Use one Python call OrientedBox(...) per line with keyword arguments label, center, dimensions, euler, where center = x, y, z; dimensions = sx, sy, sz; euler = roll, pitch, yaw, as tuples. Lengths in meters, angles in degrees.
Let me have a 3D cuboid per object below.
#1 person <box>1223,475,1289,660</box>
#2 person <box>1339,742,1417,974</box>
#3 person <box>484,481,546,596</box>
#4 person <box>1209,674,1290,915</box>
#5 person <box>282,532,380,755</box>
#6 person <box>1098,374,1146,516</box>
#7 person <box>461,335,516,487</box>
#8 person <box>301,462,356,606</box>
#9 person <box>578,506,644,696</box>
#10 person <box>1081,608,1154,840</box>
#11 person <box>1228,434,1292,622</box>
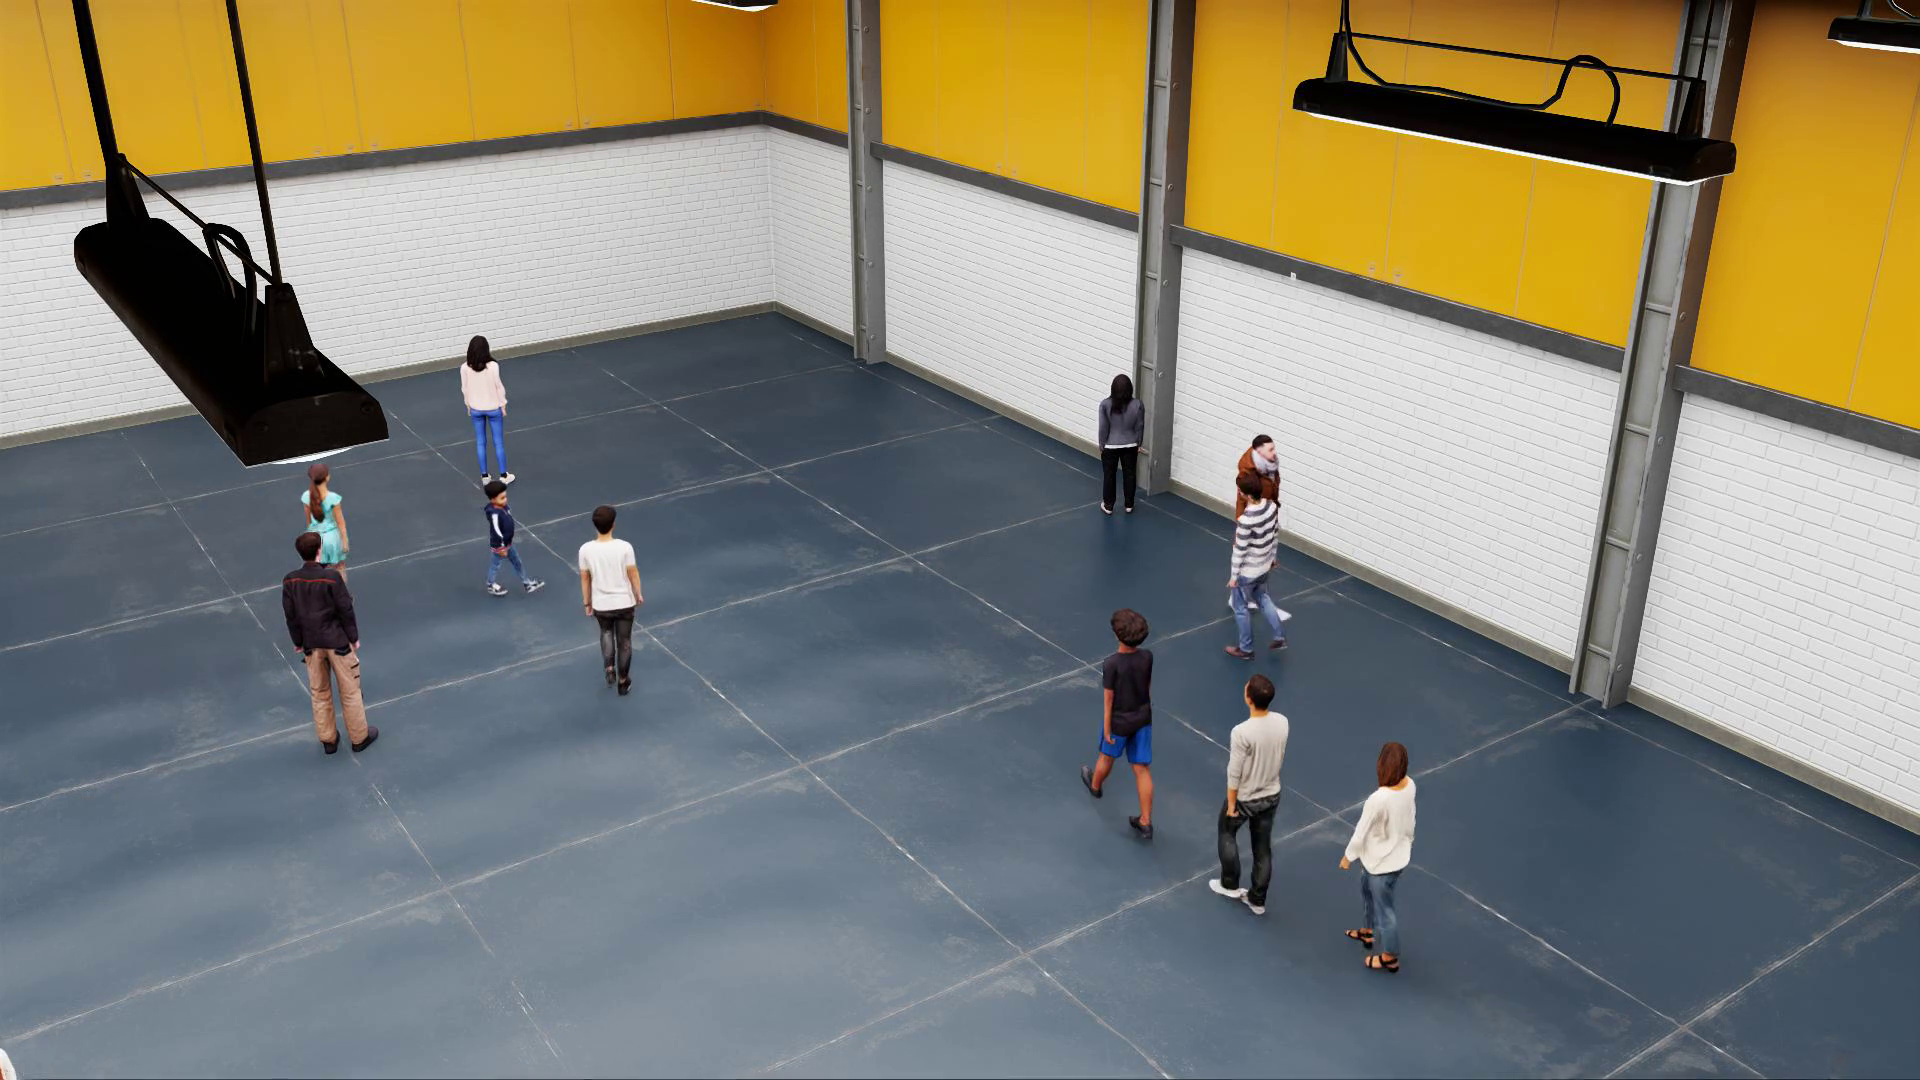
OrientedBox(label="person", center=(2.672, 0.250, 14.886), dimensions=(0.754, 1.819, 0.769), euler=(-13, 27, -27))
OrientedBox(label="person", center=(2.846, 2.110, 10.821), dimensions=(0.756, 1.668, 0.703), euler=(20, 31, 38))
OrientedBox(label="person", center=(-4.522, 0.003, 16.235), dimensions=(0.897, 1.191, 0.828), euler=(5, 24, 11))
OrientedBox(label="person", center=(2.079, 1.786, 11.401), dimensions=(0.716, 1.797, 0.740), euler=(-10, 25, -21))
OrientedBox(label="person", center=(-5.112, 0.834, 13.422), dimensions=(0.792, 1.921, 0.801), euler=(-1, 24, -2))
OrientedBox(label="person", center=(1.746, -1.054, 18.146), dimensions=(0.791, 1.598, 0.824), euler=(-1, 24, -3))
OrientedBox(label="person", center=(-5.381, -1.468, 18.878), dimensions=(0.725, 1.770, 0.756), euler=(1, 24, 3))
OrientedBox(label="person", center=(-6.021, 0.018, 15.757), dimensions=(0.795, 1.546, 0.882), euler=(1, 24, 3))
OrientedBox(label="person", center=(-3.010, 0.552, 14.337), dimensions=(0.761, 1.706, 0.799), euler=(0, 24, 1))
OrientedBox(label="person", center=(1.298, 1.390, 12.364), dimensions=(0.796, 1.750, 1.207), euler=(-8, 25, -18))
OrientedBox(label="person", center=(2.732, -0.150, 15.806), dimensions=(1.063, 1.816, 0.924), euler=(14, 27, 30))
